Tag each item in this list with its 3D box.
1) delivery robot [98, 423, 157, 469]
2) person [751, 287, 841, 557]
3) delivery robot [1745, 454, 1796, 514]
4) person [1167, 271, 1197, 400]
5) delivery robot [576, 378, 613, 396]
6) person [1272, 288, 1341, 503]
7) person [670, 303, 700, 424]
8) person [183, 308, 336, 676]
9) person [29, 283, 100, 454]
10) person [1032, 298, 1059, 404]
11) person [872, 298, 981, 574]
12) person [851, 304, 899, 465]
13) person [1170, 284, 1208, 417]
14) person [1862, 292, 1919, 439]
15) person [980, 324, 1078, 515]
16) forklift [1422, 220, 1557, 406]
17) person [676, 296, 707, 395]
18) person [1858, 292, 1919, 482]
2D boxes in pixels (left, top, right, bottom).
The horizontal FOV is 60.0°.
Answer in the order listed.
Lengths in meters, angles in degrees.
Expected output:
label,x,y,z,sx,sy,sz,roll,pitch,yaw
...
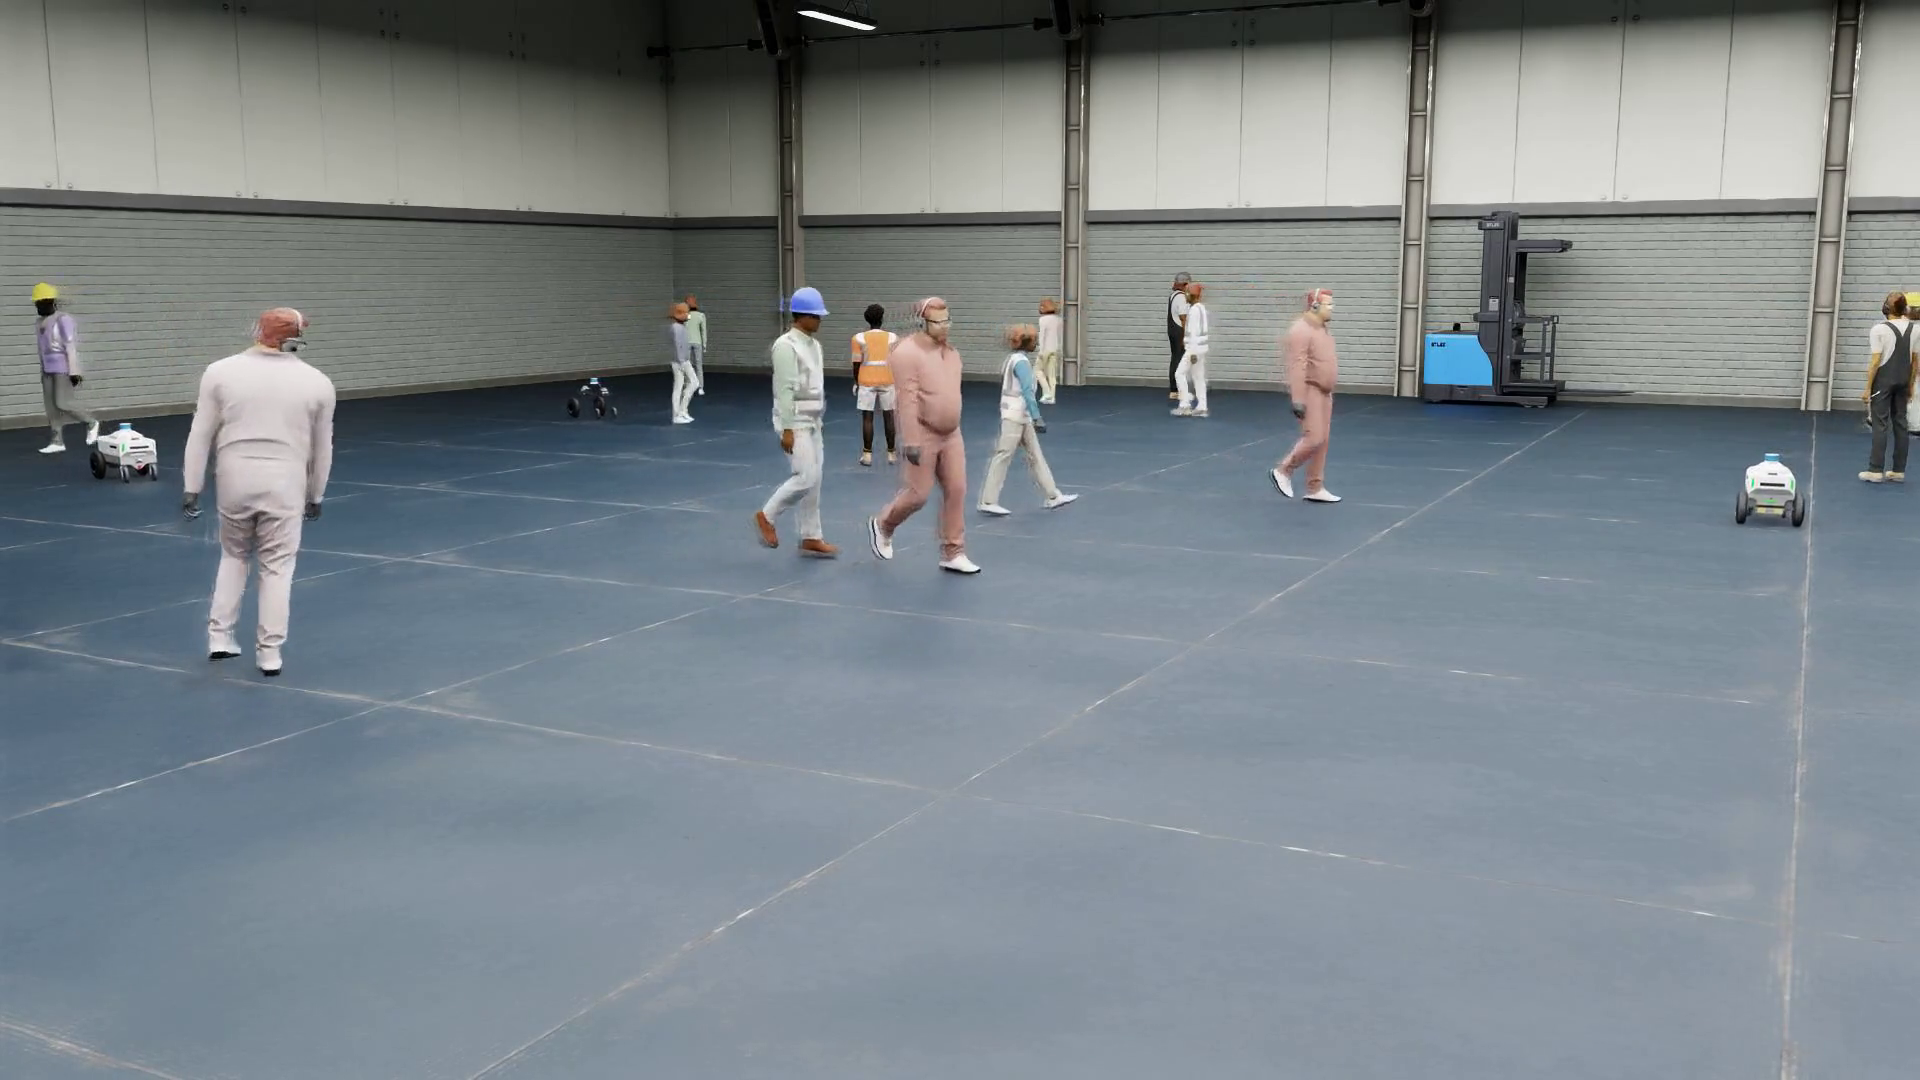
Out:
label,x,y,z,sx,sy,sz,roll,pitch,yaw
delivery robot,-8.250,-0.914,16.466,0.707,0.478,0.477,9,13,44
person,-1.161,-0.823,11.824,0.556,1.934,0.668,3,10,19
delivery robot,6.677,-0.467,13.711,0.477,0.478,0.707,4,10,22
person,3.590,-3.249,26.584,0.538,2.000,0.683,-2,9,-12
delivery robot,-5.135,-2.157,23.333,0.335,0.223,0.698,-8,12,-41
person,3.112,-1.270,14.680,0.497,1.892,0.672,6,11,34
person,-3.713,-2.372,22.340,0.414,1.615,0.520,1,9,8
person,-3.576,-0.250,8.554,0.742,1.863,0.503,-3,10,-18
person,-10.163,-1.944,18.809,0.607,1.907,0.597,5,10,28
person,1.335,-2.905,25.627,0.335,1.622,0.515,8,12,40
person,-0.242,-0.716,11.349,0.759,1.874,0.642,9,13,44
person,-0.892,-1.651,17.648,0.536,1.699,0.321,-2,9,-12
person,3.206,-2.664,23.383,0.655,1.860,0.599,3,10,20
person,11.659,-2.171,20.572,0.592,1.797,0.884,-8,12,-41
person,0.570,-1.003,13.985,0.861,1.595,0.533,0,9,2
forklift,8.245,-3.527,25.720,1.873,2.768,1.129,5,10,27
person,-4.442,-3.217,27.509,0.507,1.632,0.276,-3,10,-15
person,9.056,-1.488,16.196,0.517,1.843,0.325,-1,9,-6
